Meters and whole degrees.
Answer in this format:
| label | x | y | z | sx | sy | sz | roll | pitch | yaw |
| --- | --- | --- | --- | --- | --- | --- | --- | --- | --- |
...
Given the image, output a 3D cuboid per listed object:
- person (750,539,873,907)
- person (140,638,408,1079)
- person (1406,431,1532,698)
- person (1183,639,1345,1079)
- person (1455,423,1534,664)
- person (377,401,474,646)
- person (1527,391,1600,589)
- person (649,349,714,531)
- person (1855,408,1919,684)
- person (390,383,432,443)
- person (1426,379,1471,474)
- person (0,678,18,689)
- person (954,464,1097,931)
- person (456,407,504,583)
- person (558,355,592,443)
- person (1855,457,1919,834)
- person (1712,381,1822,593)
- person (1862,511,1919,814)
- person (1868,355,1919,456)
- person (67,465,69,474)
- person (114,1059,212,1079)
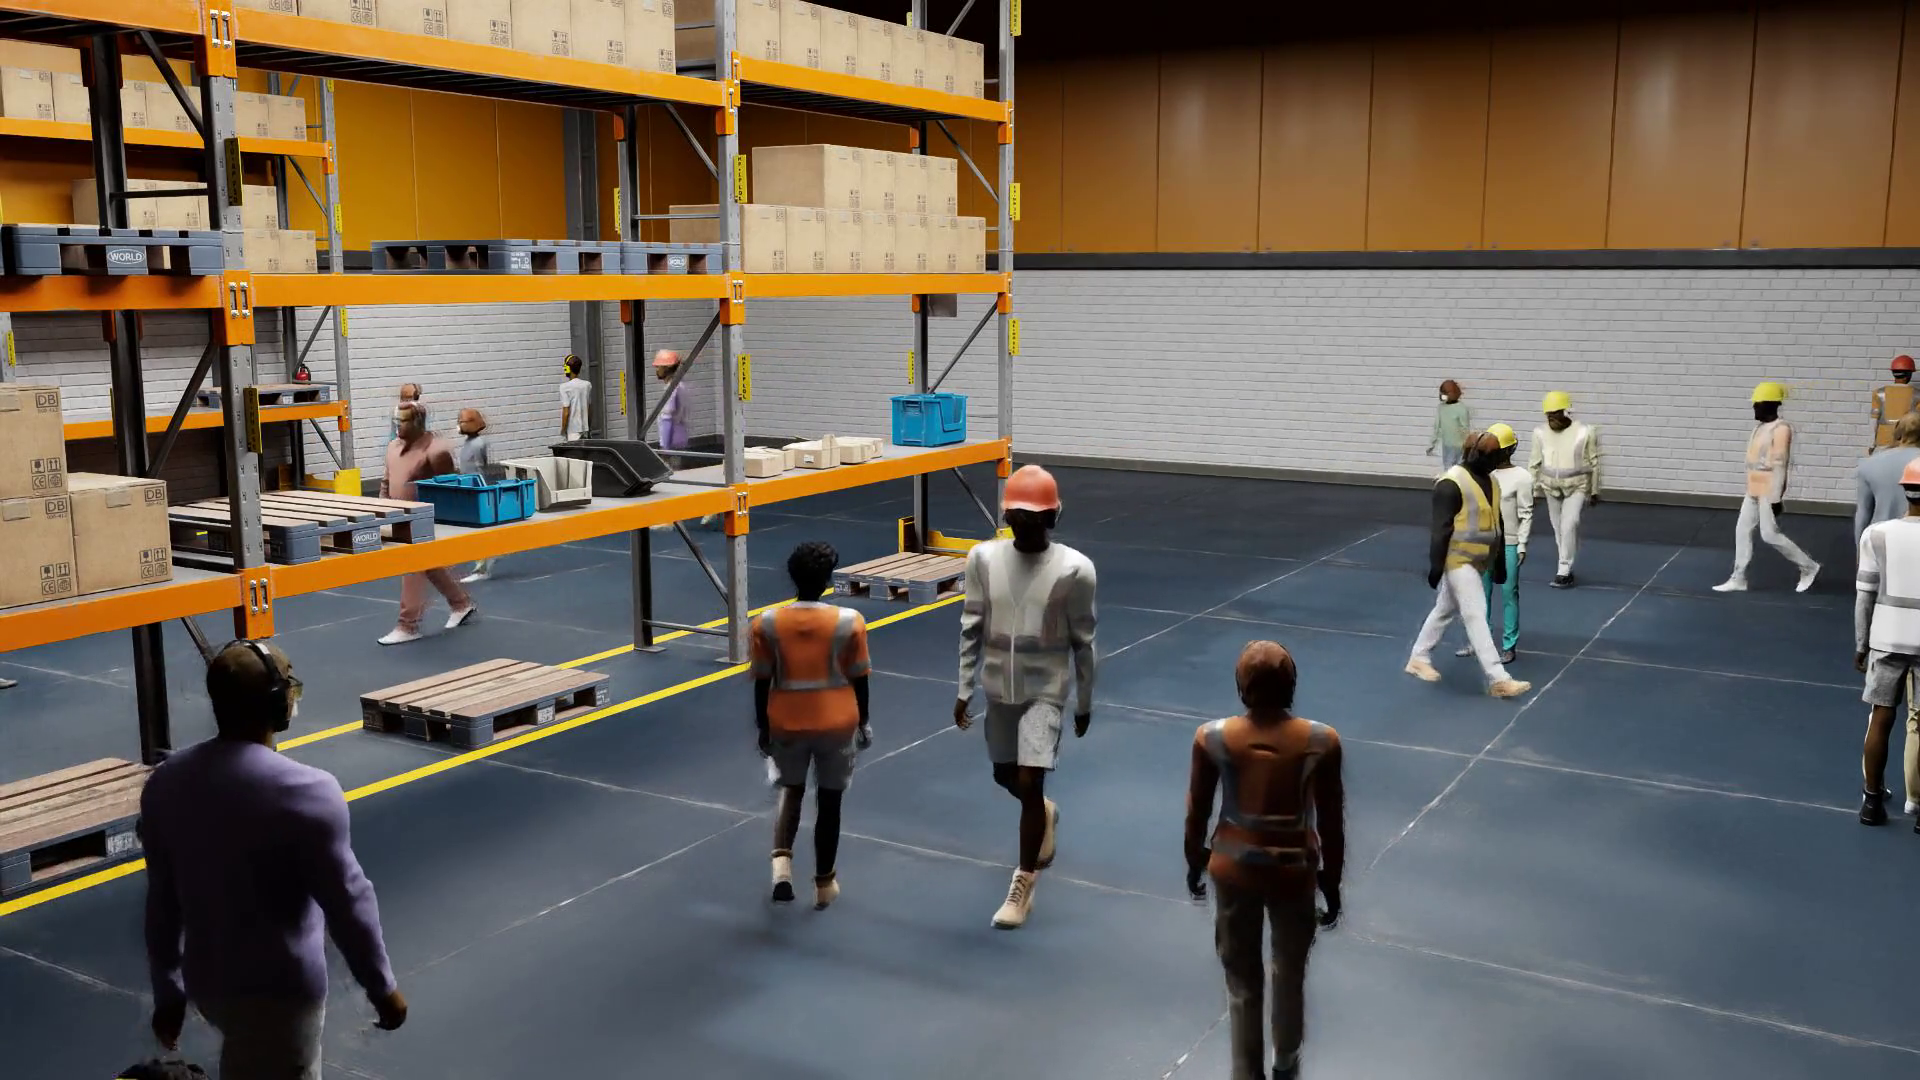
| label | x | y | z | sx | sy | sz | roll | pitch | yaw |
| --- | --- | --- | --- | --- | --- | --- | --- | --- | --- |
| person | -0.658 | 0.830 | 7.389 | 0.534 | 1.676 | 0.400 | 1 | 9 | 7 |
| person | -1.873 | 1.194 | 4.495 | 0.643 | 1.888 | 1.044 | 5 | 10 | 27 |
| person | 3.473 | 0.146 | 11.328 | 0.633 | 1.780 | 1.004 | -9 | 13 | -44 |
| person | 1.032 | 1.128 | 5.695 | 0.531 | 1.600 | 0.777 | 2 | 9 | 10 |
| person | 3.915 | 0.024 | 12.151 | 0.324 | 1.760 | 0.523 | -7 | 12 | -39 |
| person | -4.198 | -0.165 | 13.018 | 0.642 | 1.870 | 0.954 | 7 | 12 | 38 |
| person | 5.447 | -0.457 | 15.095 | 0.596 | 1.778 | 0.816 | 8 | 12 | 42 |
| person | -3.068 | -1.081 | 18.202 | 0.726 | 2.027 | 0.612 | -1 | 9 | -4 |
| person | 6.428 | 0.064 | 11.380 | 0.547 | 1.923 | 0.637 | -9 | 13 | -44 |
| person | -6.087 | -0.962 | 18.729 | 0.546 | 1.607 | 0.763 | 5 | 10 | 28 |
| person | 5.739 | -1.071 | 19.458 | 0.495 | 1.612 | 0.505 | -3 | 10 | -20 |
| person | -6.780 | 0.125 | 11.270 | 0.563 | 1.837 | 0.389 | 5 | 10 | 26 |
| person | 0.325 | 0.645 | 7.500 | 0.610 | 2.020 | 0.927 | 4 | 10 | 25 |
| person | -4.463 | -0.414 | 15.317 | 0.382 | 1.623 | 0.503 | -6 | 11 | -33 |
| person | -4.625 | -1.288 | 19.992 | 0.329 | 1.872 | 0.507 | 5 | 11 | 31 |
| person | 4.855 | 0.528 | 8.473 | 0.542 | 1.930 | 0.375 | 8 | 12 | 41 |
| person | 7.190 | -0.454 | 14.702 | 0.817 | 1.904 | 0.591 | 1 | 9 | 5 |
| person | 5.024 | 0.625 | 8.787 | 0.285 | 1.633 | 0.497 | -5 | 10 | -29 |
| person | 10.437 | -1.089 | 18.551 | 0.547 | 1.934 | 0.376 | 6 | 11 | 34 |
| person | -7.138 | -0.141 | 12.941 | 0.622 | 1.839 | 0.429 | 5 | 10 | 27 |
| person | -1.084 | 1.588 | 2.121 | 0.540 | 1.845 | 0.614 | 1 | 9 | 5 |
